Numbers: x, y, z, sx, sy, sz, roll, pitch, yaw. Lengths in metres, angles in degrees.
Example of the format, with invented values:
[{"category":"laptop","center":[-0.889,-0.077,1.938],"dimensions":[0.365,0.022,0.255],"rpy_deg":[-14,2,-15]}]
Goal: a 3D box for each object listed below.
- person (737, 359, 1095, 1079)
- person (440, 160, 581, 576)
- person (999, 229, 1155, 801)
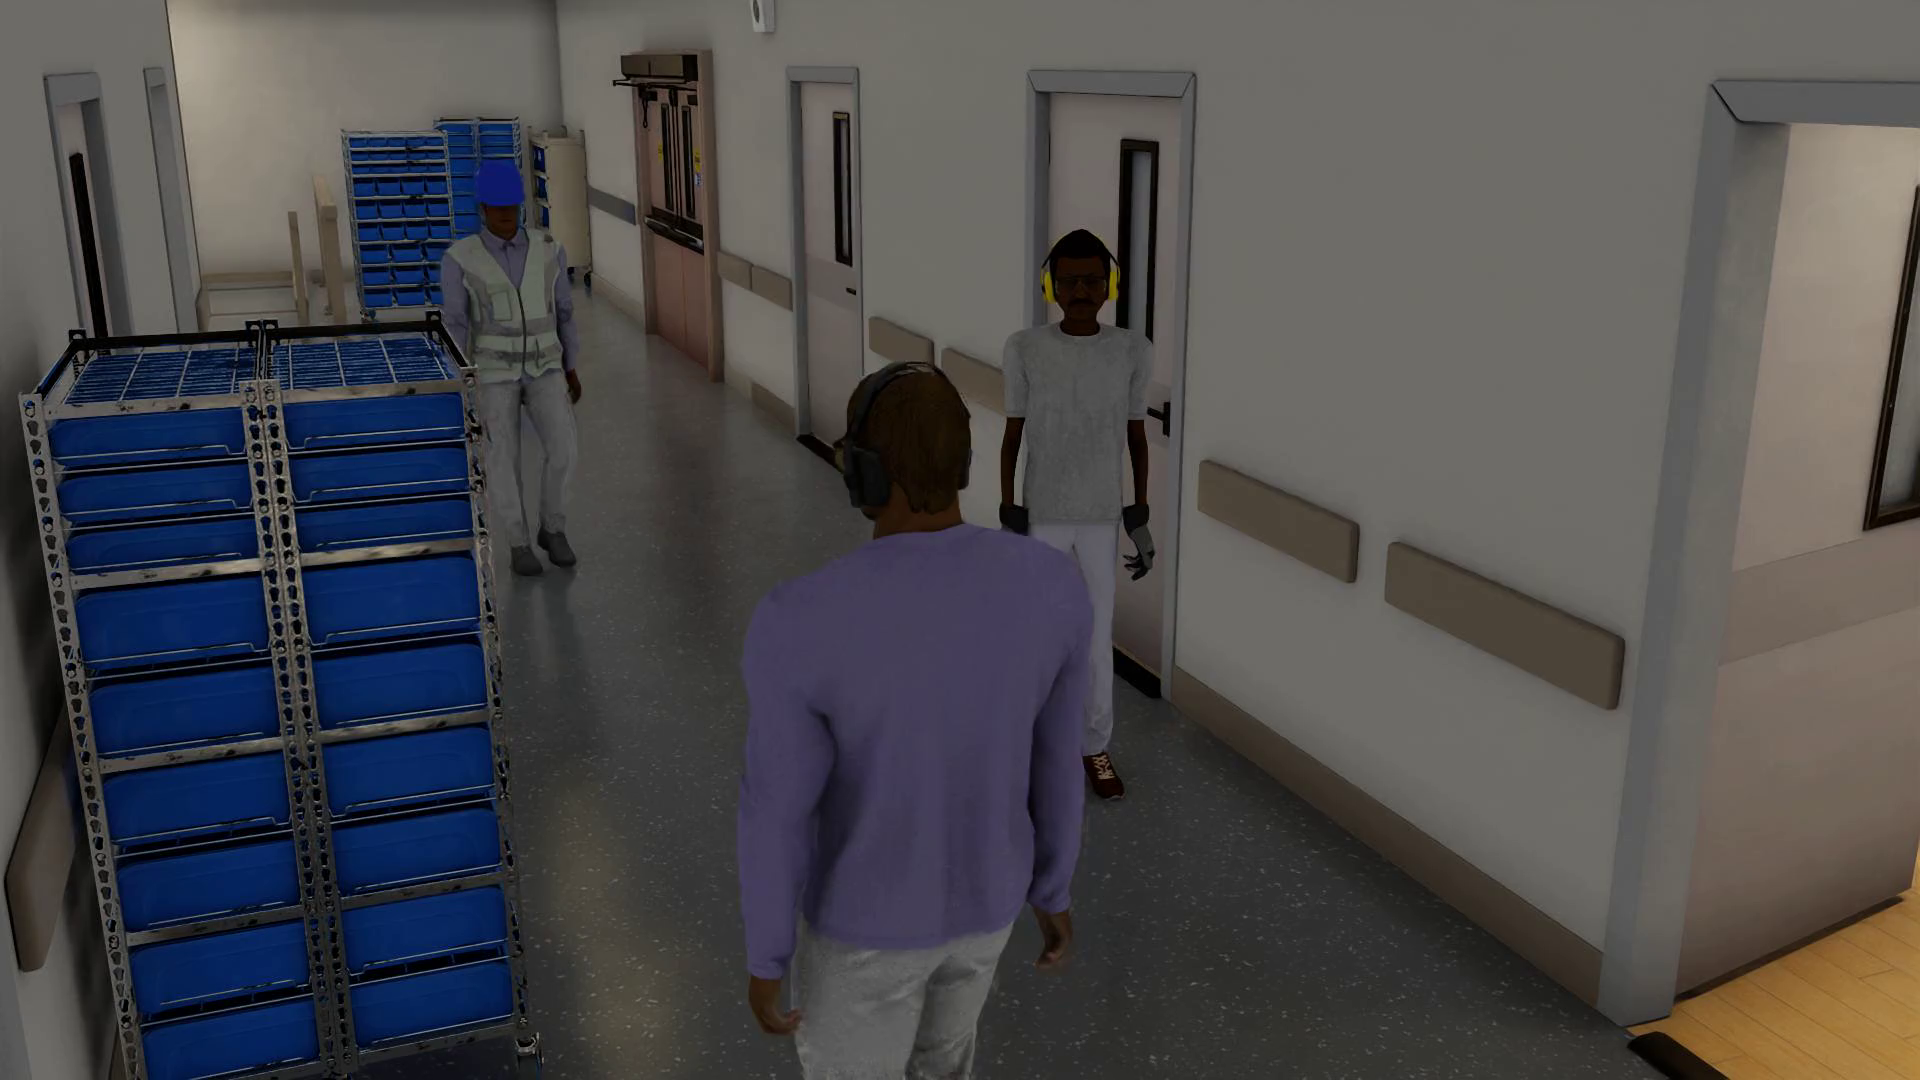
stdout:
[{"category":"person","center":[-0.066,0.641,2.868],"dimensions":[0.645,1.916,0.836],"rpy_deg":[-9,18,-29]},{"category":"person","center":[-2.059,-0.769,7.708],"dimensions":[0.654,1.932,0.490],"rpy_deg":[-9,19,-29]},{"category":"person","center":[0.374,-0.058,5.362],"dimensions":[0.517,1.873,0.328],"rpy_deg":[-1,16,-3]}]
